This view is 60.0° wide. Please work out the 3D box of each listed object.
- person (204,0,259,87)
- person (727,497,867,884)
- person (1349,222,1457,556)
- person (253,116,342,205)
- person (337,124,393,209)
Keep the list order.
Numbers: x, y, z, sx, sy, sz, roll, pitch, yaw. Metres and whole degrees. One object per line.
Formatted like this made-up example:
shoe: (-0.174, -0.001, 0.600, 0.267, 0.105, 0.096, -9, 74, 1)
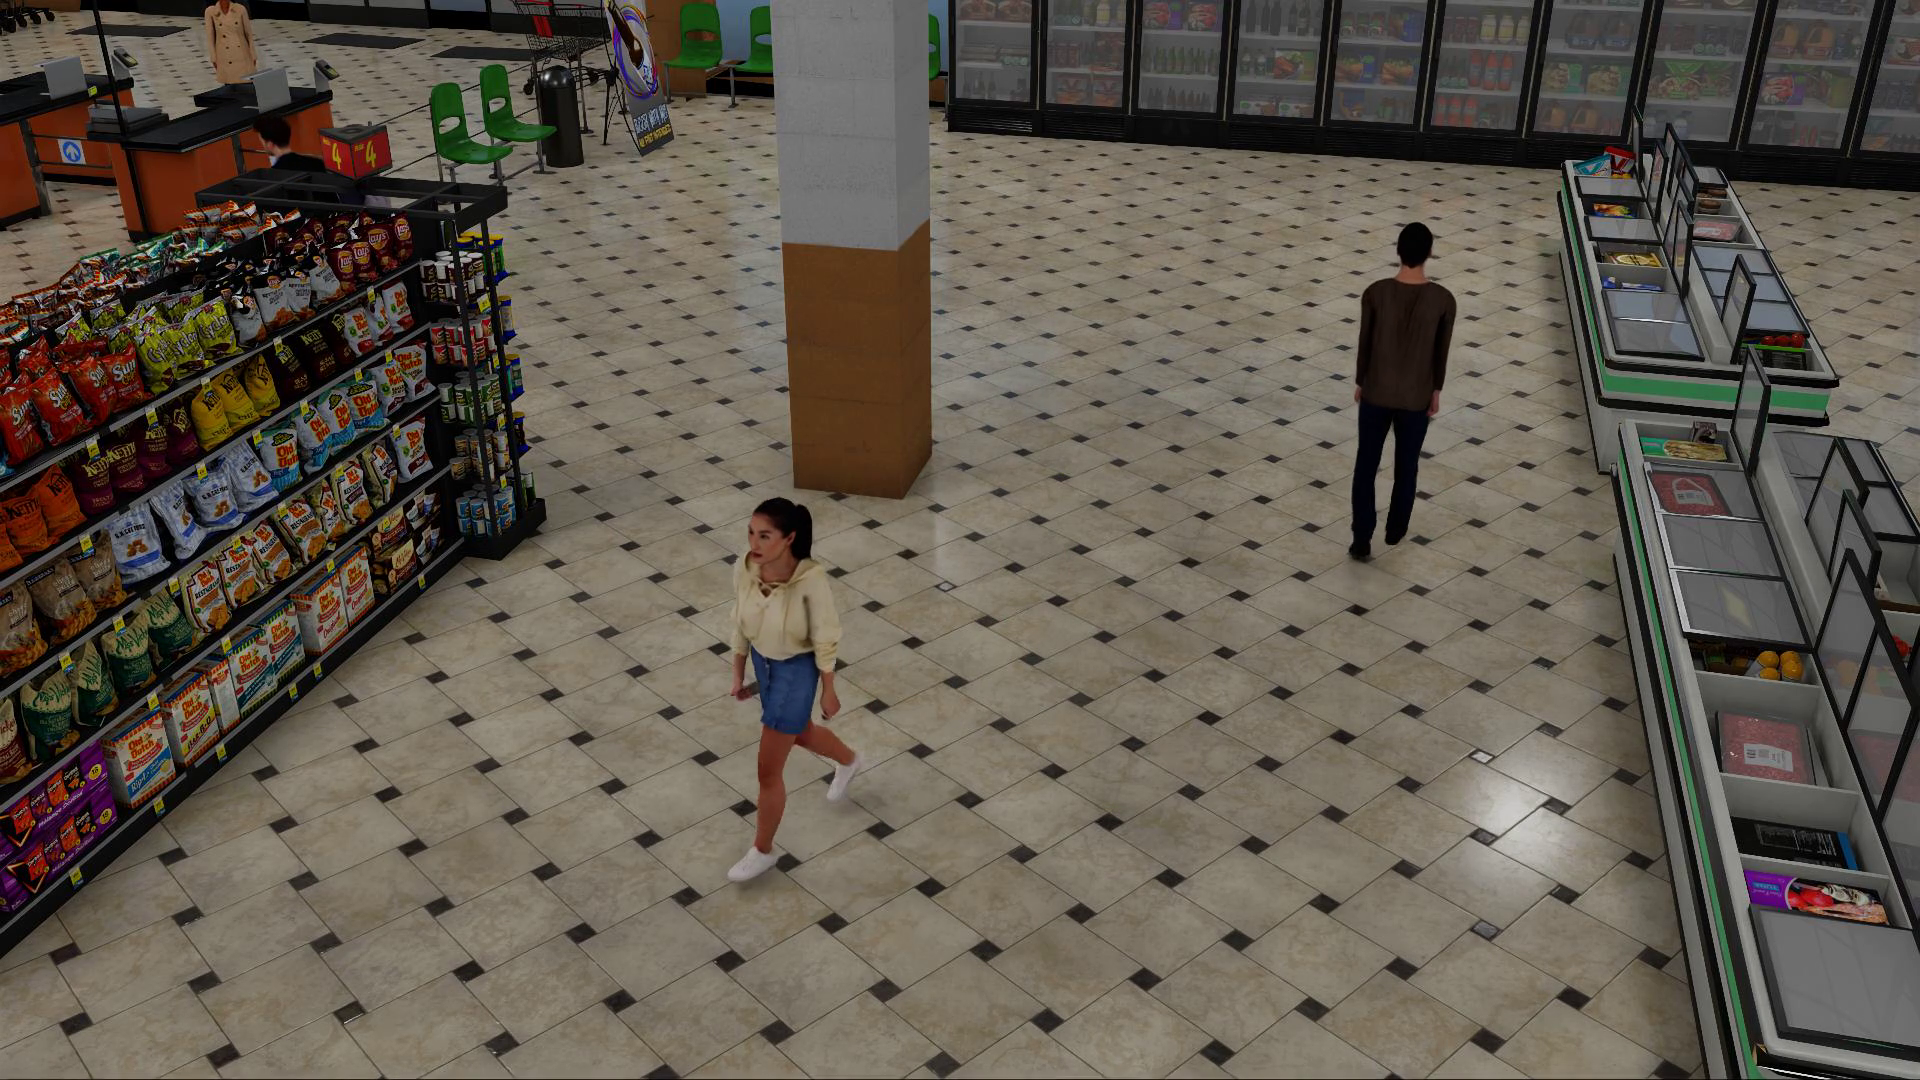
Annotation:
person: (-7.870, -5.223, 18.036, 0.705, 1.682, 0.730, -10, 29, -20)
person: (-0.652, 0.541, 6.761, 0.933, 1.599, 1.214, 19, 33, 33)
person: (2.380, -0.806, 9.078, 0.653, 1.905, 0.829, 6, 28, 12)
person: (-4.419, -1.959, 11.401, 0.858, 1.860, 0.951, -23, 35, -37)
person: (-4.035, -1.936, 11.393, 0.816, 1.827, 0.621, -2, 27, -3)
